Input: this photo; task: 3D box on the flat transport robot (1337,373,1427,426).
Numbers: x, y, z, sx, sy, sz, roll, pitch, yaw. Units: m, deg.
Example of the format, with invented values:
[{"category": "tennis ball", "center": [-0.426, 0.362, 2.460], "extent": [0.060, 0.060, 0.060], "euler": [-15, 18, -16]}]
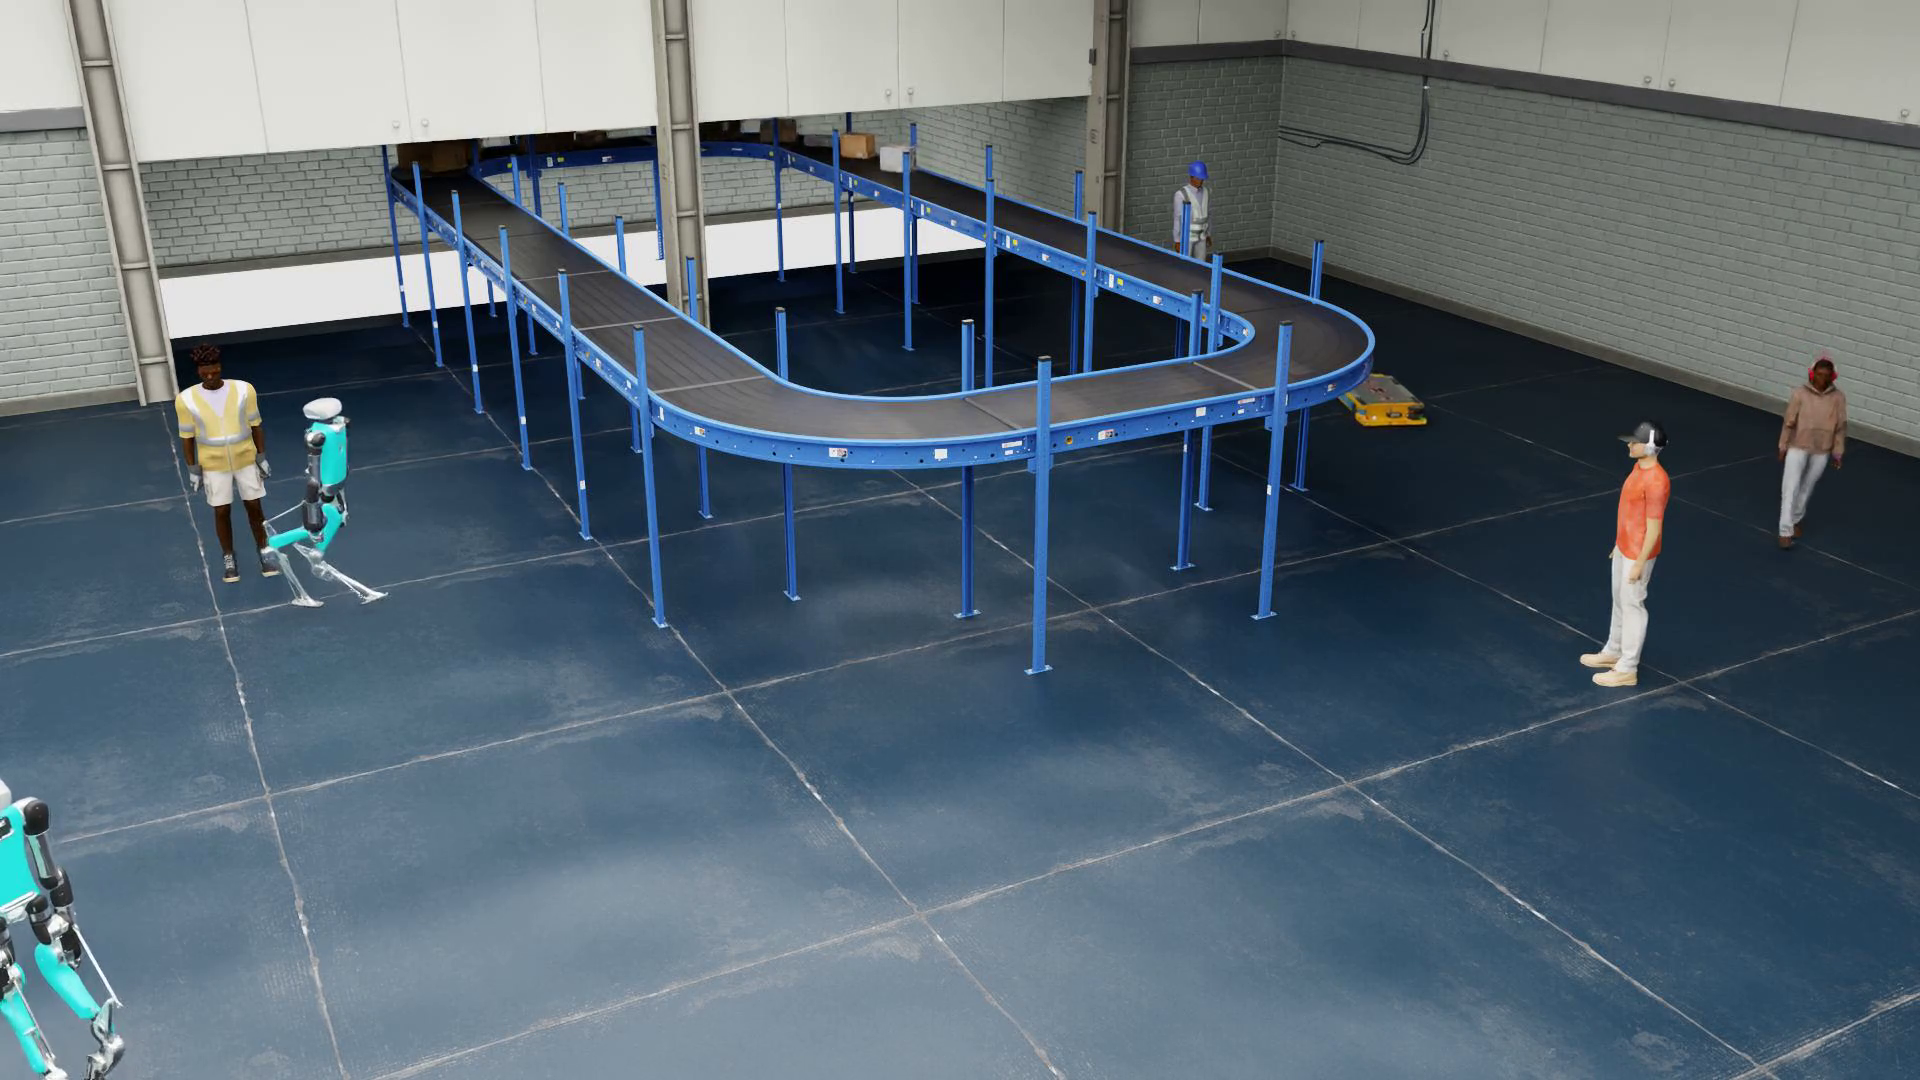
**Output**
[{"category": "flat transport robot", "center": [4.380, -1.499, 17.580], "extent": [0.659, 0.231, 1.431], "euler": [-2, 22, -4]}]

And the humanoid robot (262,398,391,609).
[{"category": "humanoid robot", "center": [-4.853, -0.217, 12.448], "extent": [1.006, 1.727, 0.549], "euler": [3, 22, 6]}]

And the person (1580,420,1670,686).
[{"category": "person", "center": [4.611, 0.086, 11.475], "extent": [0.392, 1.911, 0.481], "euler": [2, 22, 4]}]

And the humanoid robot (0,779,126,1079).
[{"category": "humanoid robot", "center": [-3.973, 1.949, 7.255], "extent": [0.696, 1.900, 0.539], "euler": [14, 26, 30]}]

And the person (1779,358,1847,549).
[{"category": "person", "center": [7.089, -0.711, 13.838], "extent": [0.464, 1.613, 0.843], "euler": [5, 23, 13]}]

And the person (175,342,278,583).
[{"category": "person", "center": [-5.801, -0.620, 13.166], "extent": [0.611, 1.954, 0.371], "euler": [-12, 25, -28]}]

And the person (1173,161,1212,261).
[{"category": "person", "center": [2.976, -3.870, 21.229], "extent": [0.613, 1.935, 0.425], "euler": [-15, 26, -33]}]
